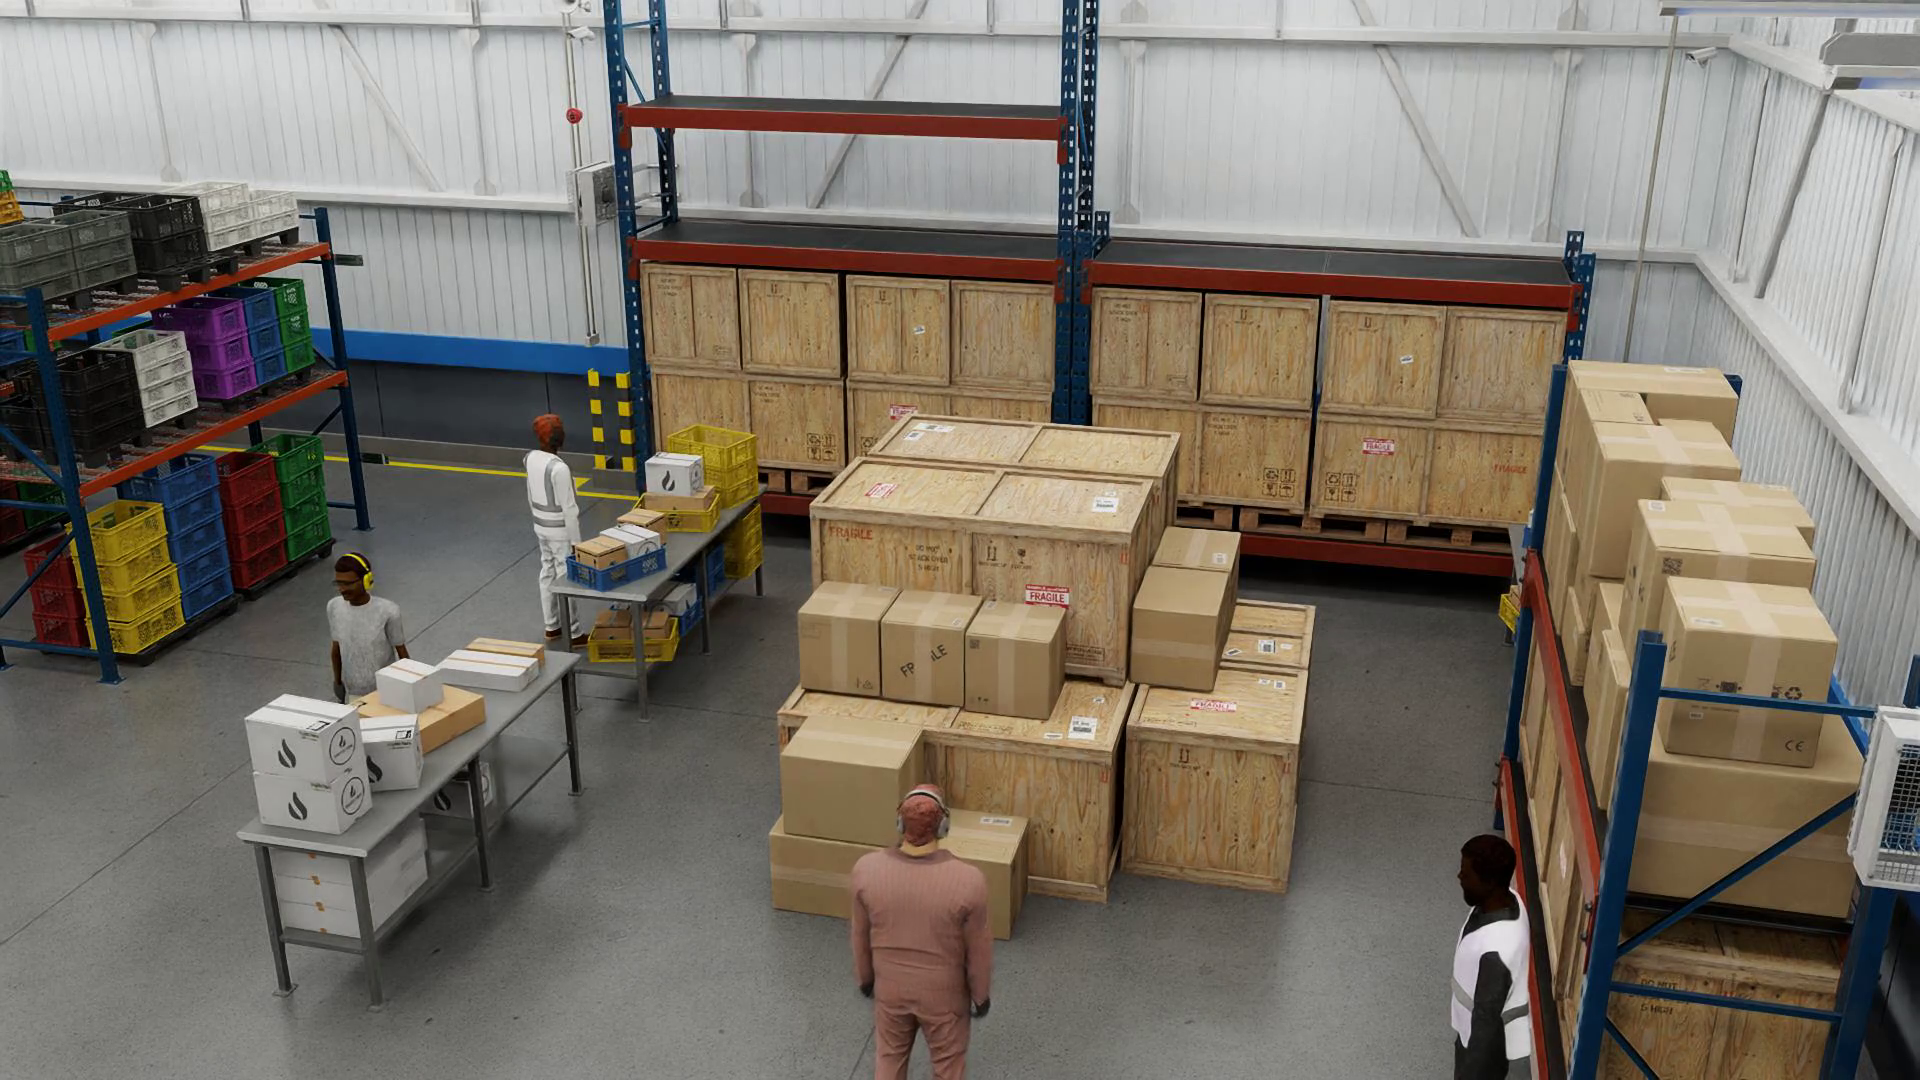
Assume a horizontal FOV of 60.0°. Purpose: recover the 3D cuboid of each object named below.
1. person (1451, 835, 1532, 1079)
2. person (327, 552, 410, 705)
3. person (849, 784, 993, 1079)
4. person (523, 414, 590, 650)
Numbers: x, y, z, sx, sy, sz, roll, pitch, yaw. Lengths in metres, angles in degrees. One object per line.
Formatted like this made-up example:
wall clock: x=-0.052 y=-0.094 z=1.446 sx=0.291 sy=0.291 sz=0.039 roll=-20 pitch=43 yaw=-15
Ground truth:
person: x=2.245 y=2.131 z=7.166 sx=0.411 sy=1.907 sz=0.597 roll=6 pitch=22 yaw=16
person: x=-3.643 y=0.953 z=10.290 sx=0.537 sy=1.869 sz=0.314 roll=4 pitch=21 yaw=10
person: x=-0.168 y=1.985 z=7.560 sx=0.656 sy=1.900 sz=0.397 roll=6 pitch=22 yaw=15
person: x=-3.123 y=-0.066 z=12.936 sx=0.355 sy=1.885 sz=0.576 roll=-20 pitch=28 yaw=-41
